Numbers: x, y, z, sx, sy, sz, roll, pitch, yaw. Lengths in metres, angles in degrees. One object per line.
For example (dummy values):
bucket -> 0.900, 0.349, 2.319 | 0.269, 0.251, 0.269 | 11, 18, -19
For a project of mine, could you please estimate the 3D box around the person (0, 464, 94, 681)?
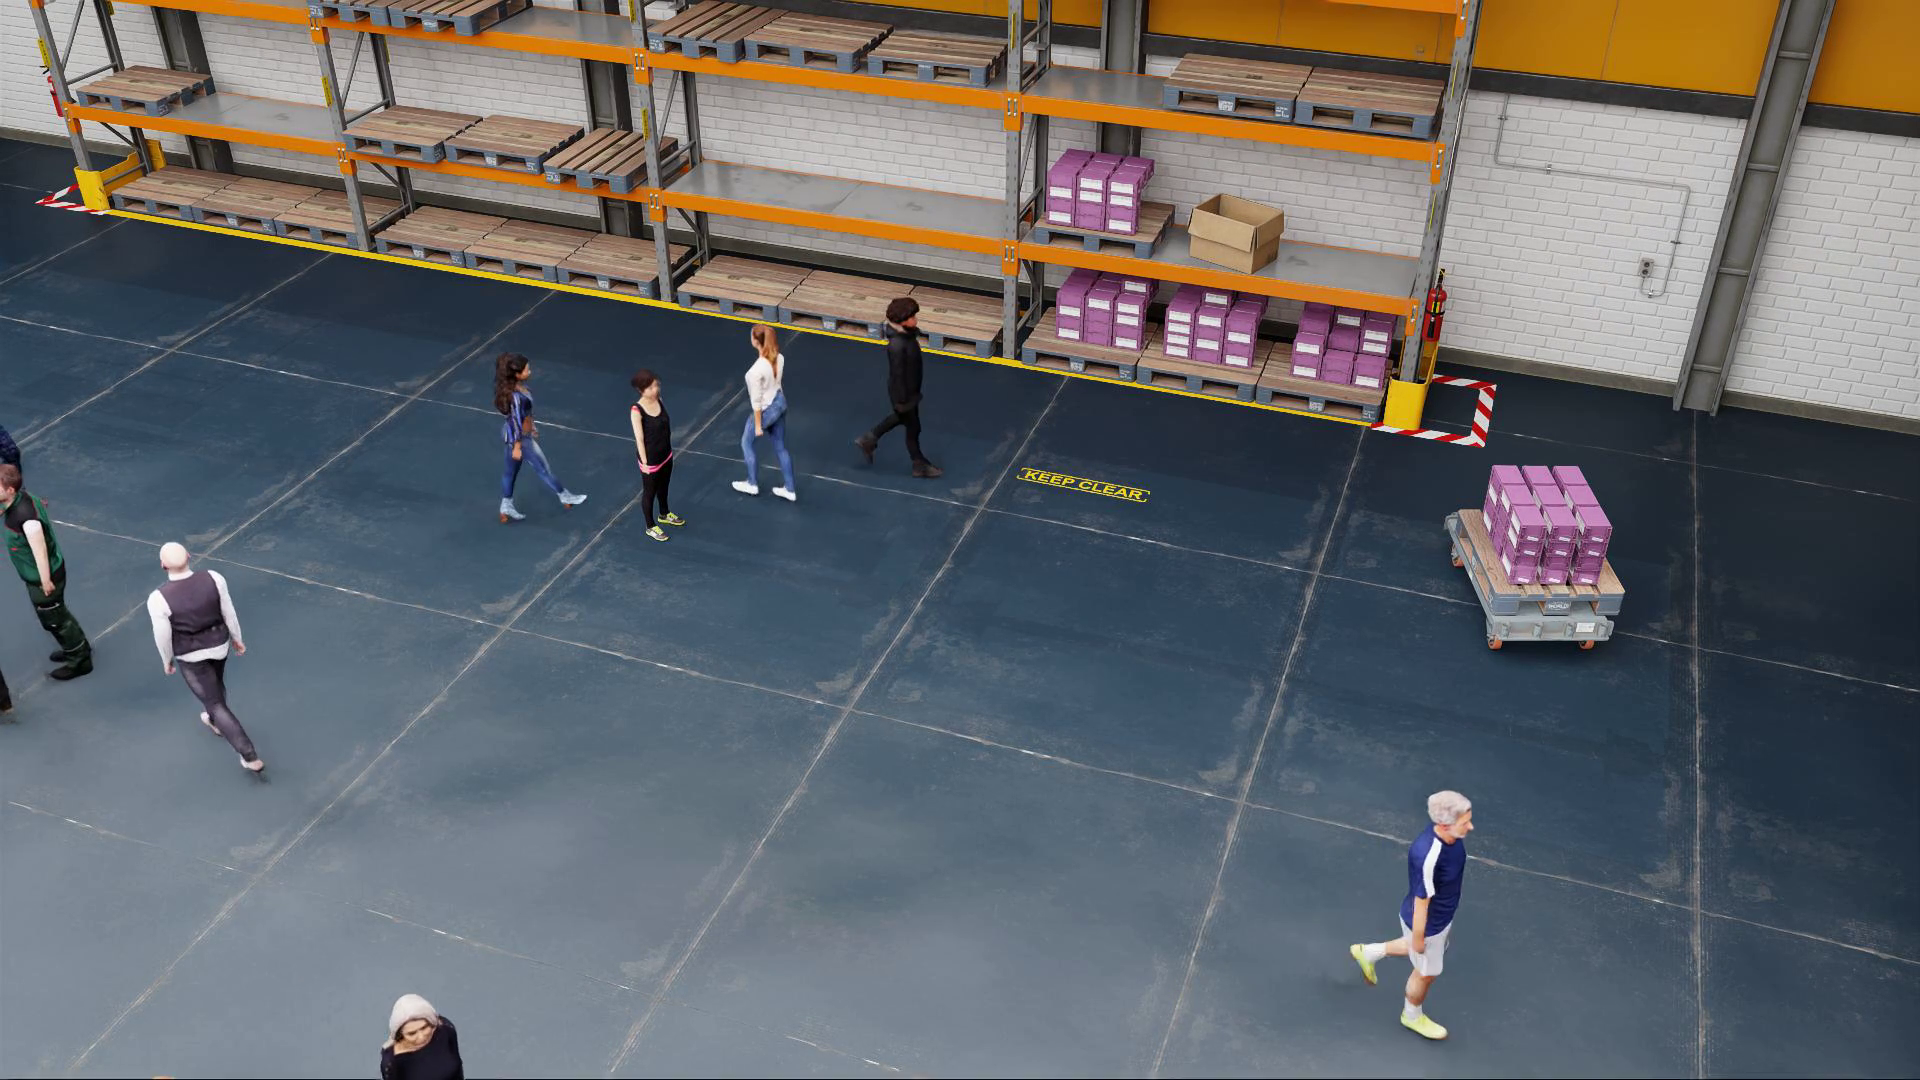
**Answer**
person -> -6.876, 0.224, 12.444 | 0.805, 1.835, 0.716 | -19, 38, -26

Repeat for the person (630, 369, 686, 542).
person -> -2.612, -0.755, 14.170 | 0.513, 1.553, 0.543 | 14, 36, 20

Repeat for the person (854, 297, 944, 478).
person -> -0.572, -1.355, 14.888 | 1.118, 1.758, 0.800 | 4, 34, 5

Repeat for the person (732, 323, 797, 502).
person -> -1.601, -1.072, 14.513 | 0.880, 1.702, 0.721 | 19, 38, 26

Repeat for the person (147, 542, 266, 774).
person -> -5.217, 0.851, 11.552 | 1.307, 1.776, 0.988 | 26, 41, 33

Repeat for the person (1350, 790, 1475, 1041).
person -> 2.631, 2.123, 9.596 | 0.976, 1.824, 0.749 | 19, 38, 26

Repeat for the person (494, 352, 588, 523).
person -> -3.852, -0.839, 14.267 | 1.087, 1.585, 0.997 | -10, 35, -15

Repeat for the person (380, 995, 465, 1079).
person -> -2.723, 2.921, 8.495 | 0.954, 1.715, 1.223 | -26, 42, -34
